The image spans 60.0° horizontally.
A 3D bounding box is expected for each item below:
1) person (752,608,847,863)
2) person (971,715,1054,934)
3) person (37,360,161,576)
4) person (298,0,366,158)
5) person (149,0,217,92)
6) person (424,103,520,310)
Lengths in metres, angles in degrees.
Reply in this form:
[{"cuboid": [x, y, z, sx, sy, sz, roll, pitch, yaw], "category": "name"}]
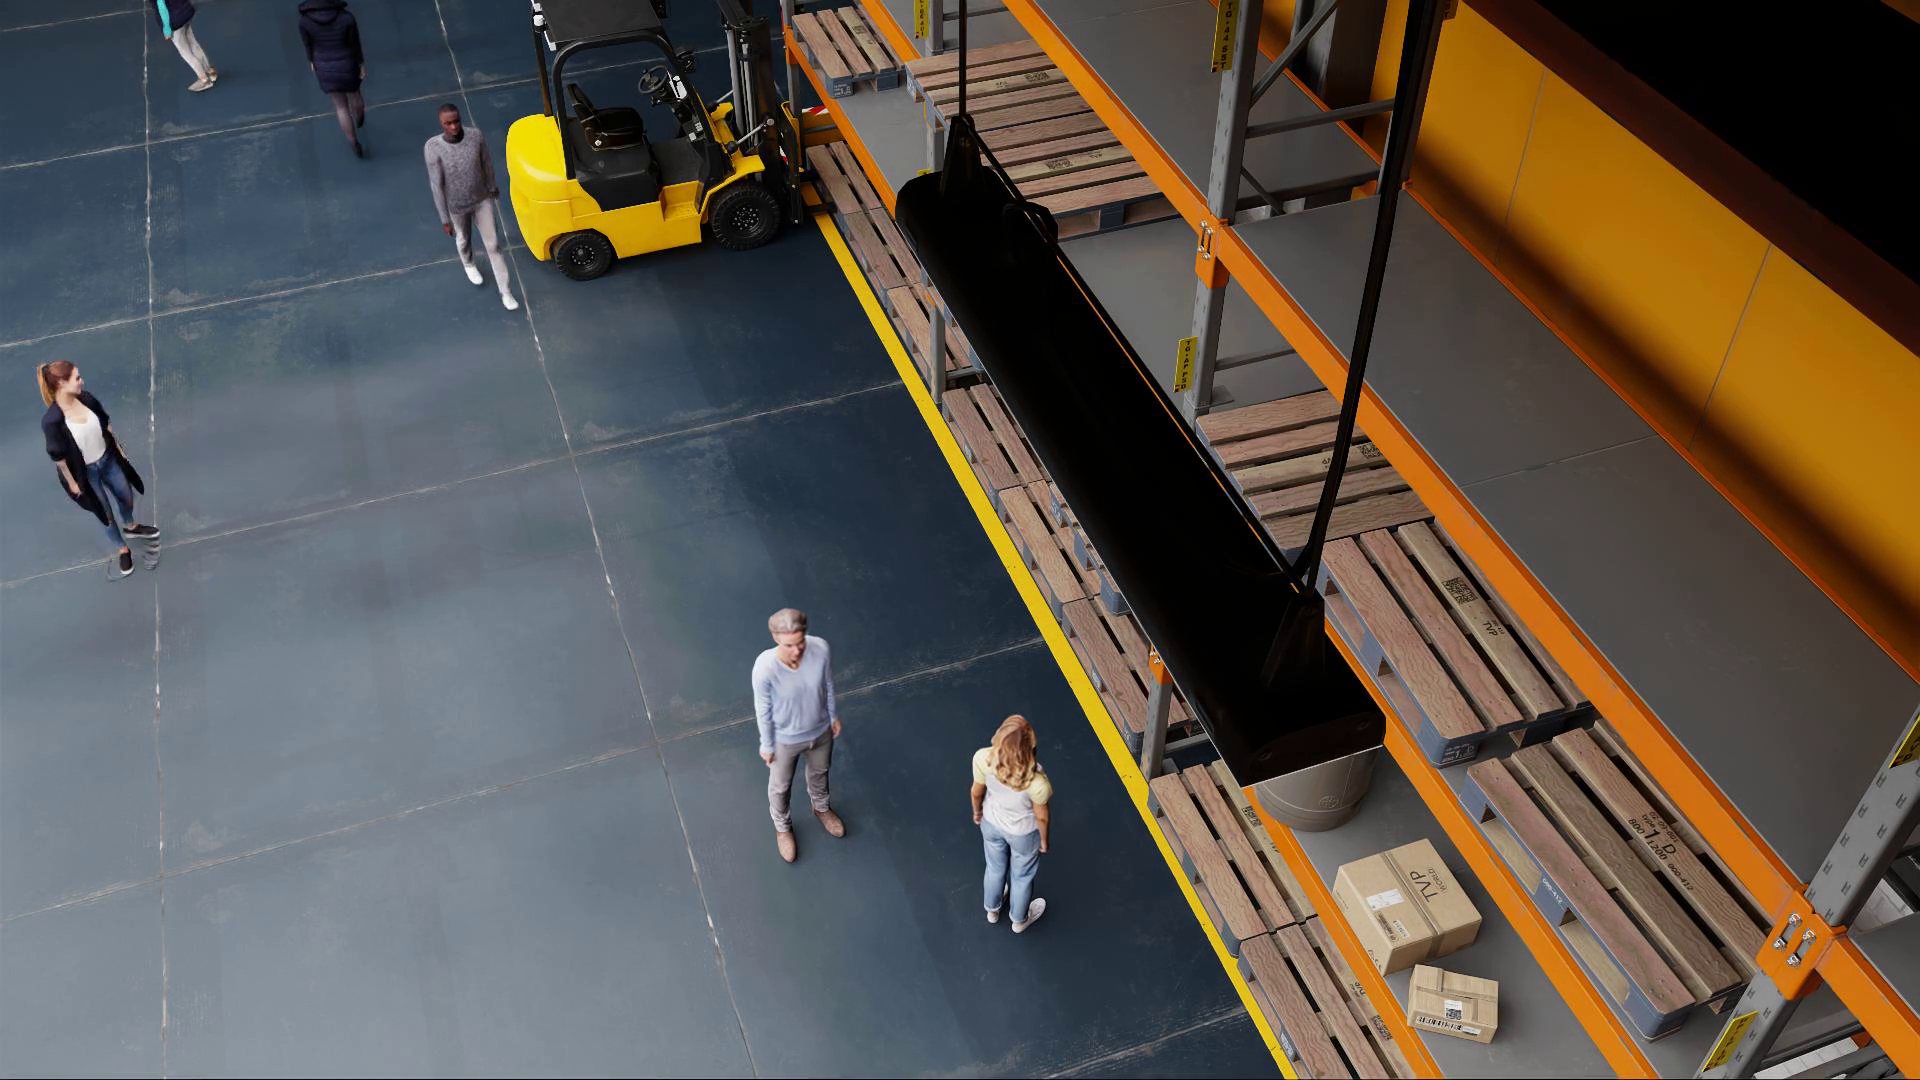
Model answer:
[{"cuboid": [-0.929, 1.077, 9.514, 0.708, 1.894, 0.637, -22, 48, -22], "category": "person"}, {"cuboid": [0.284, 1.566, 9.125, 0.699, 1.722, 0.767, 19, 47, 19], "category": "person"}, {"cuboid": [-5.925, -0.483, 11.304, 0.782, 1.683, 0.735, 34, 53, 30], "category": "person"}, {"cuboid": [-5.759, -4.328, 15.382, 0.700, 1.625, 1.042, -12, 45, -12], "category": "person"}, {"cuboid": [-7.667, -5.121, 16.320, 0.821, 1.480, 0.622, 3, 44, 4], "category": "person"}, {"cuboid": [-4.067, -2.808, 13.672, 0.859, 1.785, 1.213, -22, 48, -21], "category": "person"}]
